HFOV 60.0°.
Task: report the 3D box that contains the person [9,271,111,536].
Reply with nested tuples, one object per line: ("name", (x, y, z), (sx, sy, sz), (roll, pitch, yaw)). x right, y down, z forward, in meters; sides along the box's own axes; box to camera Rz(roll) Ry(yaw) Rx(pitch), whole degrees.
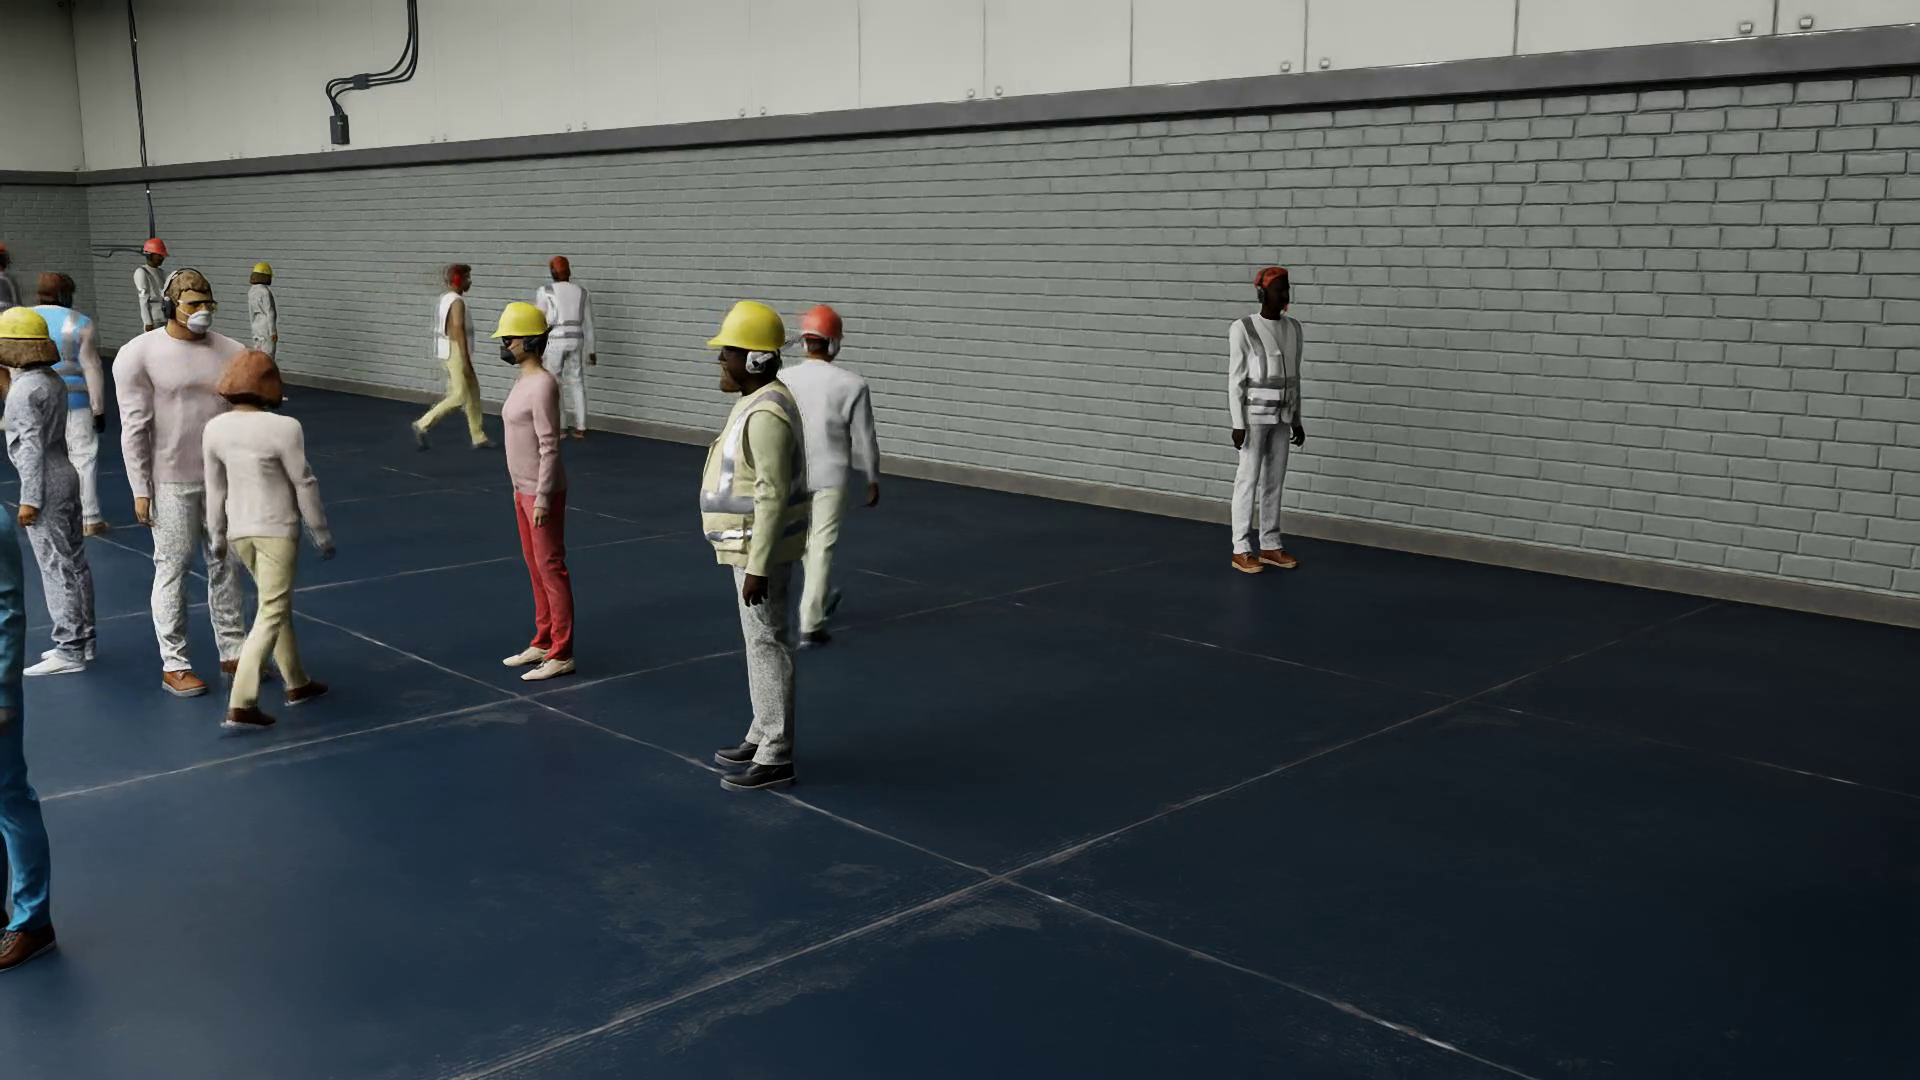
("person", (-6.220, -0.920, 11.493), (0.664, 1.831, 0.431), (0, 10, -1))

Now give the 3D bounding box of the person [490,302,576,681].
("person", (-2.012, -0.226, 7.829), (0.314, 1.768, 0.527), (-5, 12, -27))

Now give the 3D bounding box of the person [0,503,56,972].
("person", (-2.819, 0.411, 4.710), (0.499, 1.634, 0.279), (6, 12, 32))

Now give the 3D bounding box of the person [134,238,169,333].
("person", (-10.222, -2.818, 21.216), (0.380, 2.039, 0.607), (0, 10, 0))

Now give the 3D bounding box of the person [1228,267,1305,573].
("person", (1.909, -0.744, 10.329), (0.576, 1.884, 0.354), (-7, 12, -33))

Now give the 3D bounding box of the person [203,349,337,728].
("person", (-2.965, -0.015, 7.118), (0.516, 1.605, 0.720), (4, 11, 21))

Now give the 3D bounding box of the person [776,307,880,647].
("person", (-0.699, -0.348, 8.650), (0.586, 1.699, 0.894), (3, 11, 18))

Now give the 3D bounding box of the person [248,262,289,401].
("person", (-8.722, -2.611, 20.909), (0.485, 1.739, 0.306), (8, 13, 39))

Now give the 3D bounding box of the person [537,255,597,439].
("person", (-4.028, -1.960, 17.021), (0.620, 1.876, 0.391), (-8, 13, -37))

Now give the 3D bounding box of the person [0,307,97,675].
("person", (-4.366, -0.229, 7.902), (0.312, 1.744, 0.487), (-2, 11, -10))

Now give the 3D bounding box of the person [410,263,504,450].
("person", (-4.874, -1.748, 15.991), (0.783, 1.818, 0.586), (-3, 11, -18))

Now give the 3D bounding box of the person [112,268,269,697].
("person", (-3.477, -0.261, 7.578), (0.374, 1.933, 0.625), (8, 13, 38))

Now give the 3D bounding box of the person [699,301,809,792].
("person", (-0.775, 0.023, 6.277), (0.404, 1.837, 0.590), (-2, 11, -10))
